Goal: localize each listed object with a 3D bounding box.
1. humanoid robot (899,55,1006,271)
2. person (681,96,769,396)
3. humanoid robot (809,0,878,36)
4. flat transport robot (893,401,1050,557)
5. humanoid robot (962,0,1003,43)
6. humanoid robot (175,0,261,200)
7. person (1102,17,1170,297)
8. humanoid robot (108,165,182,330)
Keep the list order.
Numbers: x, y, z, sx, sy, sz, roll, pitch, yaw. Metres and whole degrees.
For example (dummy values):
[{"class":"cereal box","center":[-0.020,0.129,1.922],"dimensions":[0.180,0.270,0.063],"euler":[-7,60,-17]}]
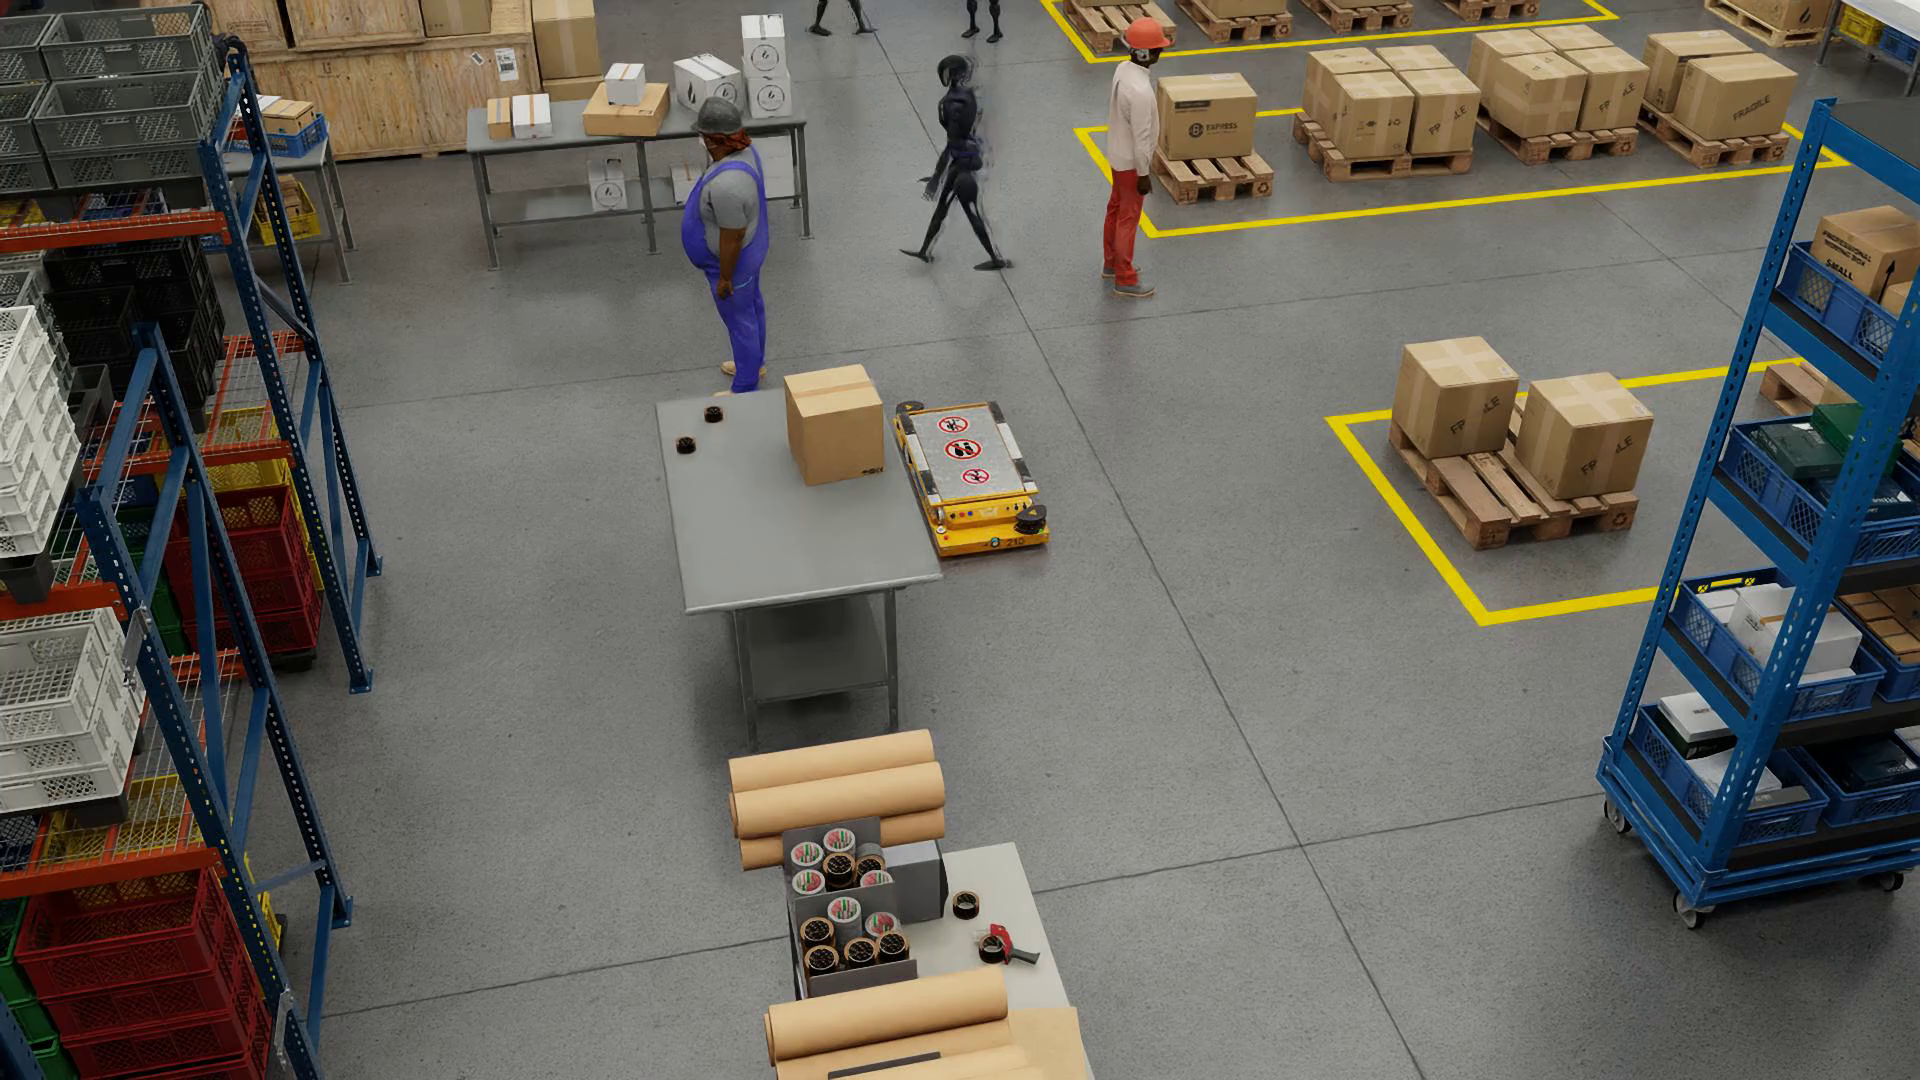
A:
[{"class":"humanoid robot","center":[-0.029,-2.696,12.041],"dimensions":[0.800,1.622,0.568],"euler":[-6,37,-7]},{"class":"person","center":[-1.479,-1.817,10.513],"dimensions":[0.537,2.000,0.681],"euler":[2,37,3]},{"class":"humanoid robot","center":[-1.157,-5.649,15.994],"dimensions":[0.755,1.619,0.596],"euler":[16,40,21]},{"class":"flat transport robot","center":[0.046,-0.430,10.108],"dimensions":[0.652,0.197,1.431],"euler":[-8,37,-10]},{"class":"humanoid robot","center":[0.197,-5.613,15.916],"dimensions":[0.578,1.649,0.340],"euler":[18,40,22]},{"class":"humanoid robot","center":[-5.674,-3.334,12.841],"dimensions":[0.599,1.657,0.331],"euler":[-16,40,-21]},{"class":"person","center":[1.226,-2.695,11.731],"dimensions":[0.385,1.995,0.611],"euler":[-5,37,-7]},{"class":"humanoid robot","center":[-5.366,-2.010,11.064],"dimensions":[0.330,1.657,0.586],"euler":[-26,44,-30]}]
